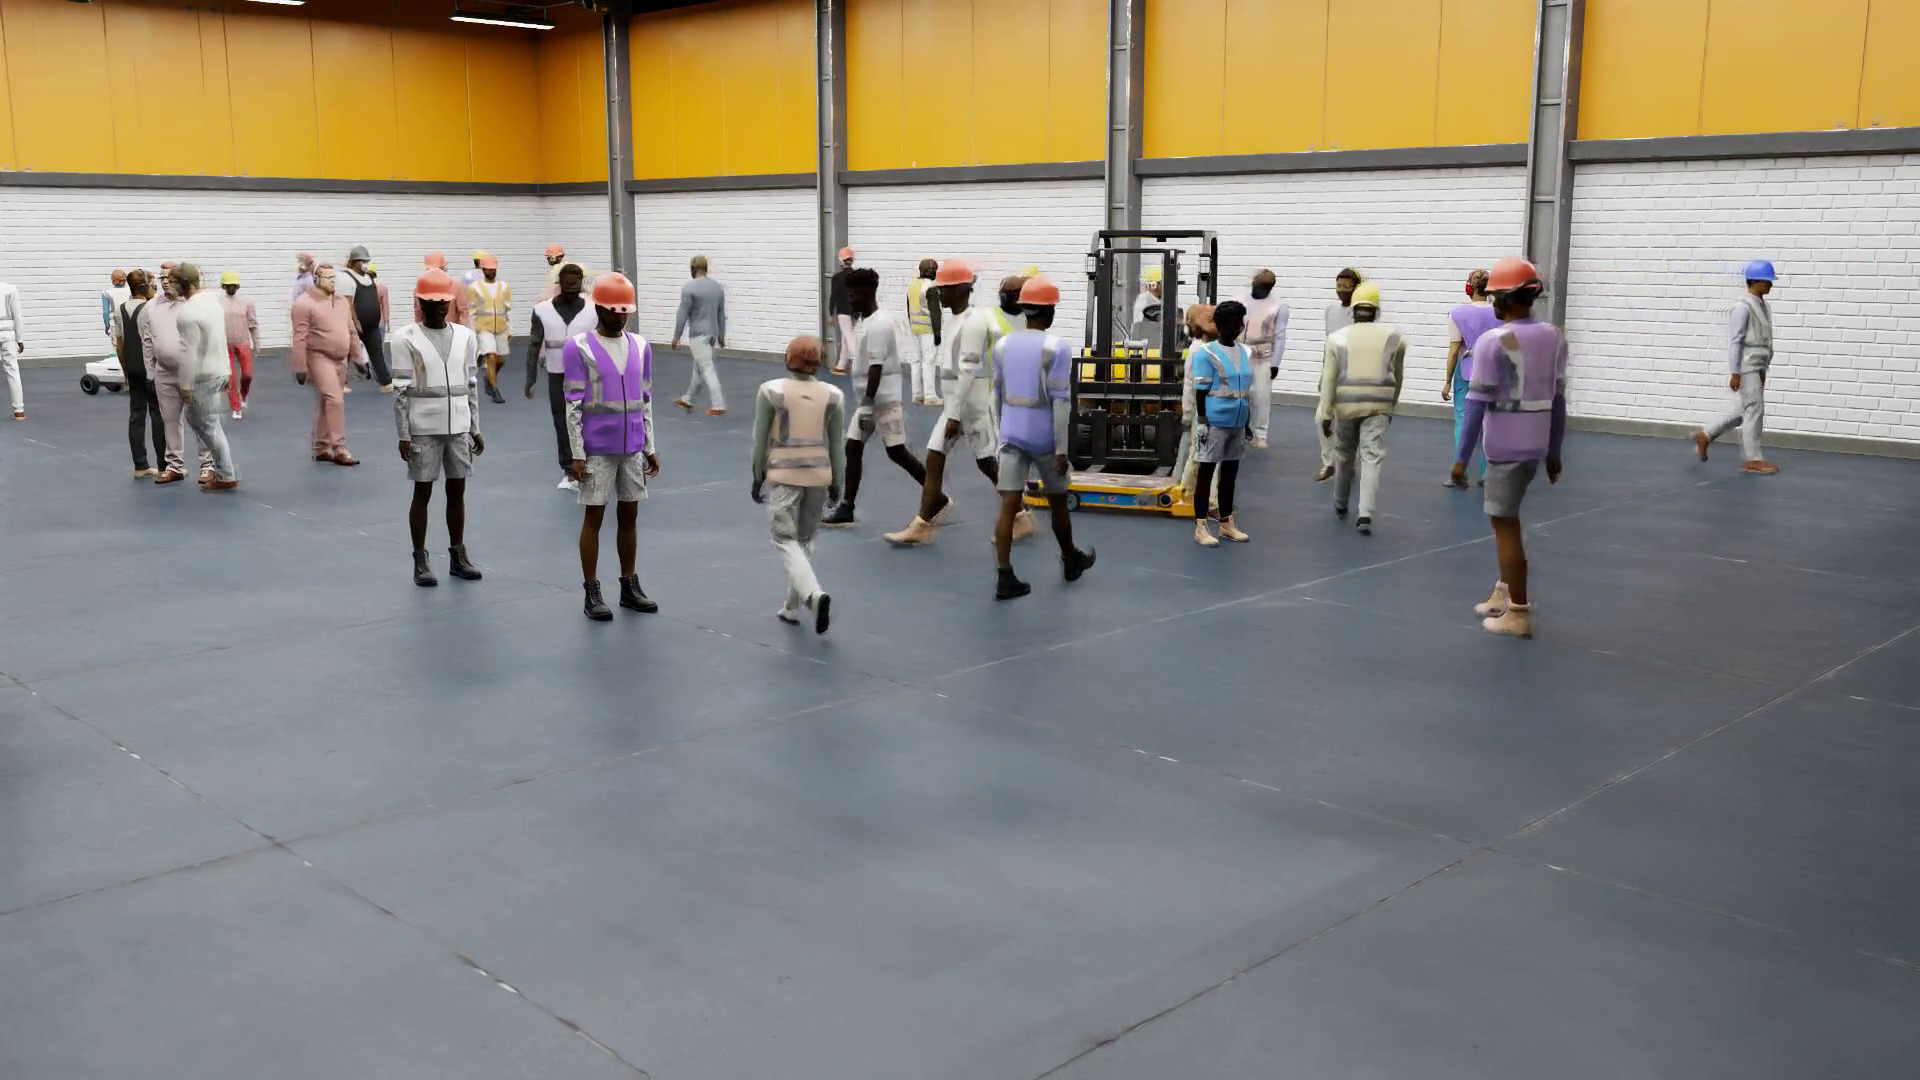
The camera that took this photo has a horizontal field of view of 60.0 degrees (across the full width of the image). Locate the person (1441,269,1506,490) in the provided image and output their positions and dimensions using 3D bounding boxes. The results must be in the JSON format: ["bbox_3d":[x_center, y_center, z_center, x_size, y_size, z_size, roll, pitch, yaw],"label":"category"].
[{"bbox_3d":[4.335,-1.337,13.963,0.571,1.844,0.376,-2,11,-12],"label":"person"}]

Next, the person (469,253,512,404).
[{"bbox_3d":[-6.028,-2.720,21.337,0.548,1.914,0.765,-7,13,-35],"label":"person"}]

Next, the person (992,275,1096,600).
[{"bbox_3d":[0.488,-0.625,9.954,0.569,1.888,0.957,7,12,33],"label":"person"}]

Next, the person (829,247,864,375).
[{"bbox_3d":[-1.664,-3.443,25.160,0.625,1.958,0.995,-10,14,-43],"label":"person"}]

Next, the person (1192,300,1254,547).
[{"bbox_3d":[1.820,-0.804,11.478,0.532,1.693,0.319,-8,13,-36],"label":"person"}]

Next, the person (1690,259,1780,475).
[{"bbox_3d":[7.063,-1.571,15.031,0.782,1.922,0.614,10,14,43],"label":"person"}]

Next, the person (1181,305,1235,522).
[{"bbox_3d":[1.918,-0.945,12.472,0.655,1.608,0.500,6,12,29],"label":"person"}]

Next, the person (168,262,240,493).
[{"bbox_3d":[-6.224,-1.315,13.654,0.485,1.913,0.653,-1,10,-3],"label":"person"}]

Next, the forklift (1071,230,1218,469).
[{"bbox_3d":[1.804,-1.825,15.677,1.214,2.155,2.313,2,11,13],"label":"forklift"}]

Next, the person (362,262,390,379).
[{"bbox_3d":[-8.722,-3.243,24.640,0.528,1.746,0.714,-2,11,-13],"label":"person"}]

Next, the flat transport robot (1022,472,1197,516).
[{"bbox_3d":[1.267,-0.374,13.012,1.431,0.197,0.652,5,11,23],"label":"flat transport robot"}]

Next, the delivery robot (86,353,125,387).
[{"bbox_3d":[-11.367,-2.279,22.369,0.707,0.478,0.477,3,11,15],"label":"delivery robot"}]

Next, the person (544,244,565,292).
[{"bbox_3d":[-6.128,-3.499,25.346,0.387,1.992,0.626,1,10,4],"label":"person"}]

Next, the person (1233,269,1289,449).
[{"bbox_3d":[2.900,-1.810,16.679,0.775,1.803,0.447,8,13,39],"label":"person"}]

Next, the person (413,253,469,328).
[{"bbox_3d":[-5.945,-2.319,19.100,0.604,1.925,1.052,-3,11,-15],"label":"person"}]

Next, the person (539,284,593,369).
[{"bbox_3d":[-4.128,-2.008,17.604,0.662,1.858,0.989,-2,11,-9],"label":"person"}]

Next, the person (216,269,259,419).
[{"bbox_3d":[-8.525,-2.306,19.541,0.526,1.749,0.567,-6,12,-29],"label":"person"}]

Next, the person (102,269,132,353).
[{"bbox_3d":[-12.070,-3.074,24.000,0.514,1.642,0.310,-5,12,-28],"label":"person"}]

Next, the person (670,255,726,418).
[{"bbox_3d":[-3.123,-2.392,19.601,0.991,1.892,0.636,6,12,30],"label":"person"}]

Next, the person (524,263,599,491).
[{"bbox_3d":[-3.303,-1.352,13.919,0.685,1.895,0.540,-2,11,-10],"label":"person"}]

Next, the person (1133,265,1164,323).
[{"bbox_3d":[2.062,-1.980,17.543,0.438,1.814,0.631,7,12,33],"label":"person"}]

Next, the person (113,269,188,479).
[{"bbox_3d":[-7.099,-1.437,14.532,0.507,1.840,0.343,3,11,14],"label":"person"}]

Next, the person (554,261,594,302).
[{"bbox_3d":[-3.522,-1.648,15.547,0.544,1.896,0.594,6,12,29],"label":"person"}]

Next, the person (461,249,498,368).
[{"bbox_3d":[-7.651,-3.685,26.584,0.589,1.915,0.493,-5,11,-23],"label":"person"}]

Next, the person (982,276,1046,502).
[{"bbox_3d":[0.470,-1.206,13.360,0.645,1.796,0.913,-6,12,-29],"label":"person"}]

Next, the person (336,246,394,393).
[{"bbox_3d":[-8.095,-2.974,22.361,1.004,2.000,0.693,4,11,23],"label":"person"}]

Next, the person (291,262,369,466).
[{"bbox_3d":[-5.798,-1.635,15.513,0.821,1.878,0.650,3,11,18],"label":"person"}]

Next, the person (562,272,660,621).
[{"bbox_3d":[-1.927,-0.522,9.302,0.543,1.928,0.372,-9,14,-41],"label":"person"}]

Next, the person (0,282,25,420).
[{"bbox_3d":[-11.068,-2.295,19.089,0.573,1.883,0.354,-8,13,-38],"label":"person"}]

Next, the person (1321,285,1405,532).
[{"bbox_3d":[2.934,-0.966,12.150,0.578,1.780,0.975,2,11,13],"label":"person"}]

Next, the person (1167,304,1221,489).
[{"bbox_3d":[1.739,-0.985,12.683,0.725,1.600,0.514,0,10,0],"label":"person"}]

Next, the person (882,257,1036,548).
[{"bbox_3d":[0.039,-0.919,11.335,1.063,1.996,0.615,-3,11,-18],"label":"person"}]

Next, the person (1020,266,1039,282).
[{"bbox_3d":[0.898,-2.693,21.658,0.318,1.740,0.486,-2,11,-12],"label":"person"}]

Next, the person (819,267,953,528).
[{"bbox_3d":[-0.544,-1.032,12.141,1.001,1.912,0.640,-3,11,-14],"label":"person"}]

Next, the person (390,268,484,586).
[{"bbox_3d":[-3.175,-0.689,10.187,0.550,1.933,0.373,-9,14,-41],"label":"person"}]

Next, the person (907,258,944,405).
[{"bbox_3d":[-0.412,-2.624,21.005,0.429,1.839,0.634,-7,12,-32],"label":"person"}]

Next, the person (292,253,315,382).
[{"bbox_3d":[-9.393,-3.192,24.017,0.437,1.880,0.731,-5,12,-25],"label":"person"}]

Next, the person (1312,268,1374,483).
[{"bbox_3d":[3.268,-1.392,14.267,0.573,1.842,0.604,10,14,43],"label":"person"}]

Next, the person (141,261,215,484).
[{"bbox_3d":[-6.711,-1.432,14.318,0.651,1.907,0.409,0,10,1],"label":"person"}]

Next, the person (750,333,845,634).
[{"bbox_3d":[-0.836,-0.298,8.924,0.525,1.611,0.686,-5,12,-27],"label":"person"}]

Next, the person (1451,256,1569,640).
[{"bbox_3d":[2.890,-0.493,8.906,0.620,2.019,0.696,-7,12,-32],"label":"person"}]
